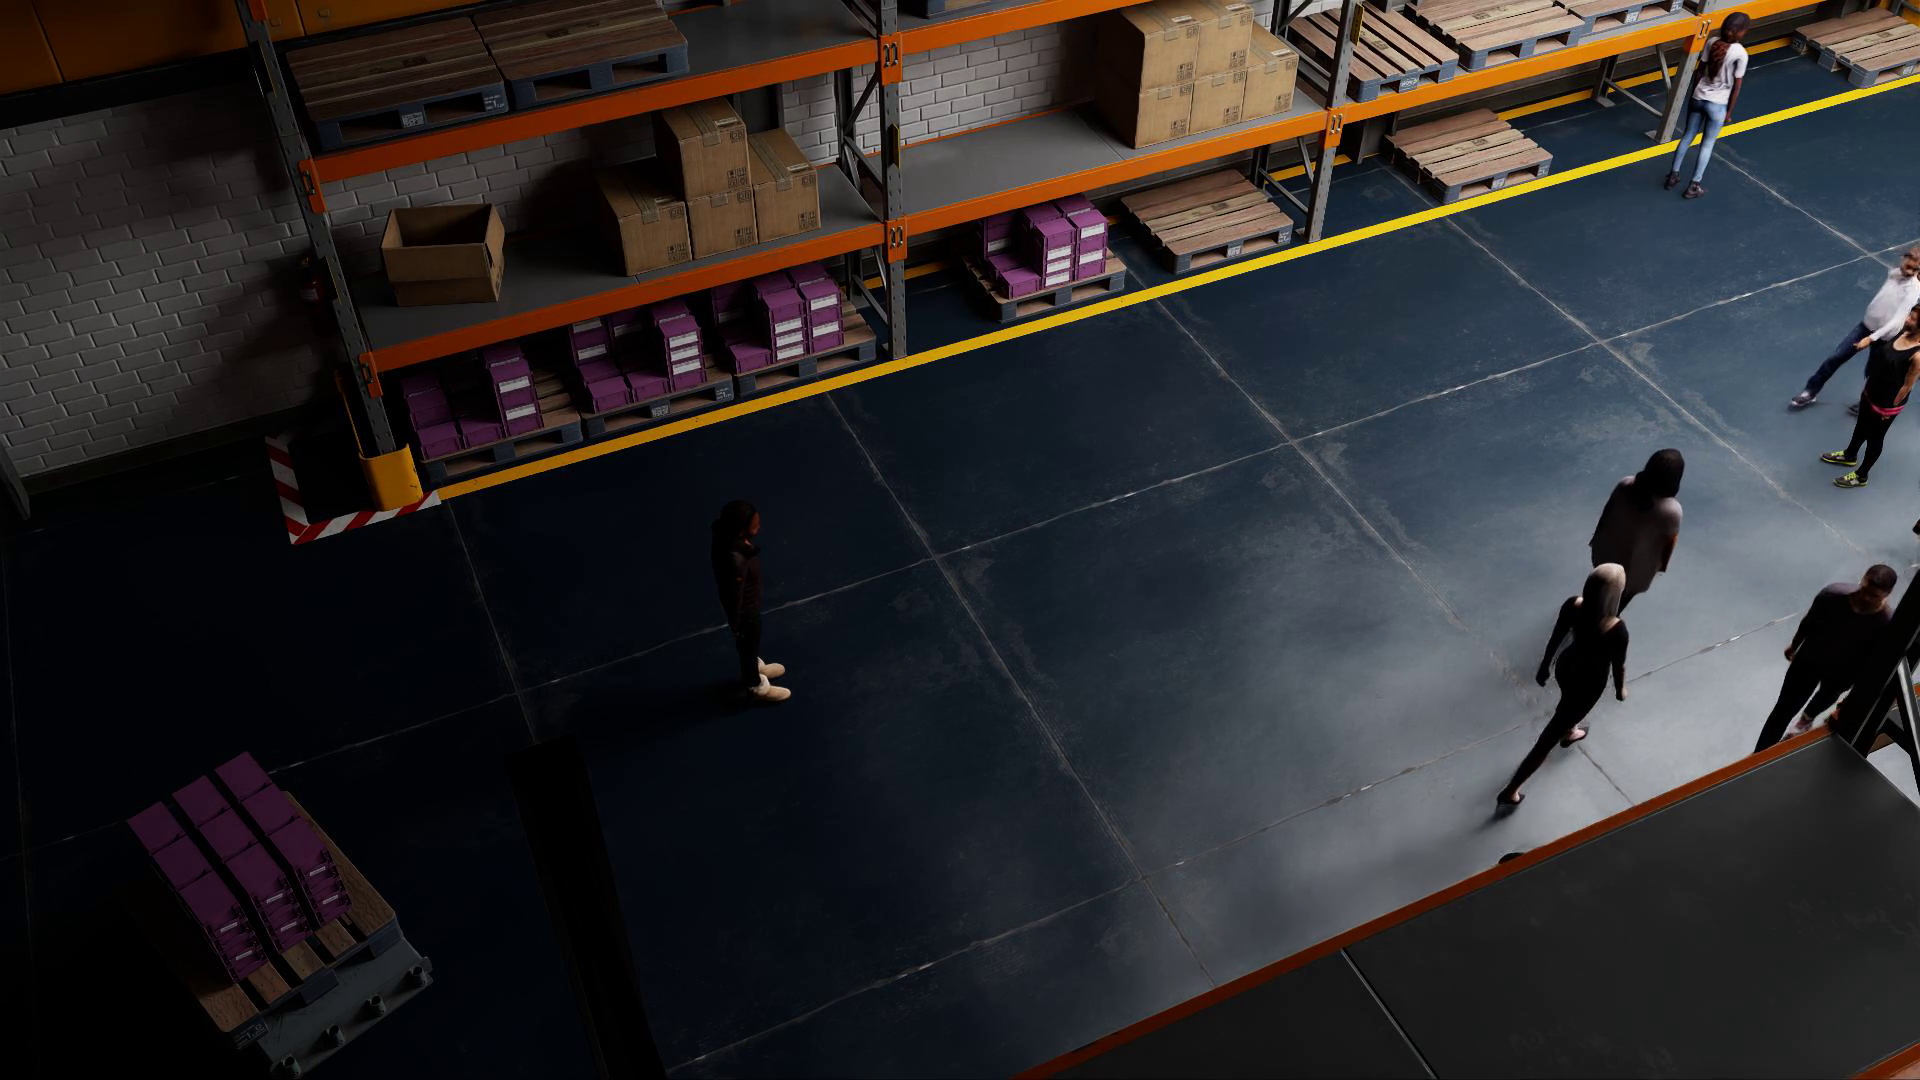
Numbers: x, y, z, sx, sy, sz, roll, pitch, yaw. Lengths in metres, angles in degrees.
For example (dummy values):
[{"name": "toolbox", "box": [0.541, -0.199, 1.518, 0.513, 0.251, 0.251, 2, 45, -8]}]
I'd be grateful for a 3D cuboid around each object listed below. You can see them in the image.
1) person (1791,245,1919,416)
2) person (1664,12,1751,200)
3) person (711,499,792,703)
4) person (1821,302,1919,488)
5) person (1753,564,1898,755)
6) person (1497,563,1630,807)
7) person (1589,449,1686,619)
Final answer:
[{"name": "person", "box": [6.969, -1.538, 12.456, 0.937, 1.519, 0.664, -5, 44, -5]}, {"name": "person", "box": [6.651, -3.869, 14.759, 0.573, 1.719, 0.616, -26, 50, -25]}, {"name": "person", "box": [-1.363, 0.393, 10.327, 0.586, 1.660, 0.631, -18, 46, -18]}, {"name": "person", "box": [6.658, -1.065, 11.936, 0.638, 1.553, 0.616, 2, 44, 3]}, {"name": "person", "box": [5.235, 0.718, 9.958, 1.002, 1.698, 1.313, 31, 52, 29]}, {"name": "person", "box": [3.534, 0.899, 9.709, 1.203, 1.779, 0.712, -24, 49, -23]}, {"name": "person", "box": [4.249, 0.097, 10.689, 0.820, 1.589, 0.745, -31, 52, -29]}]
